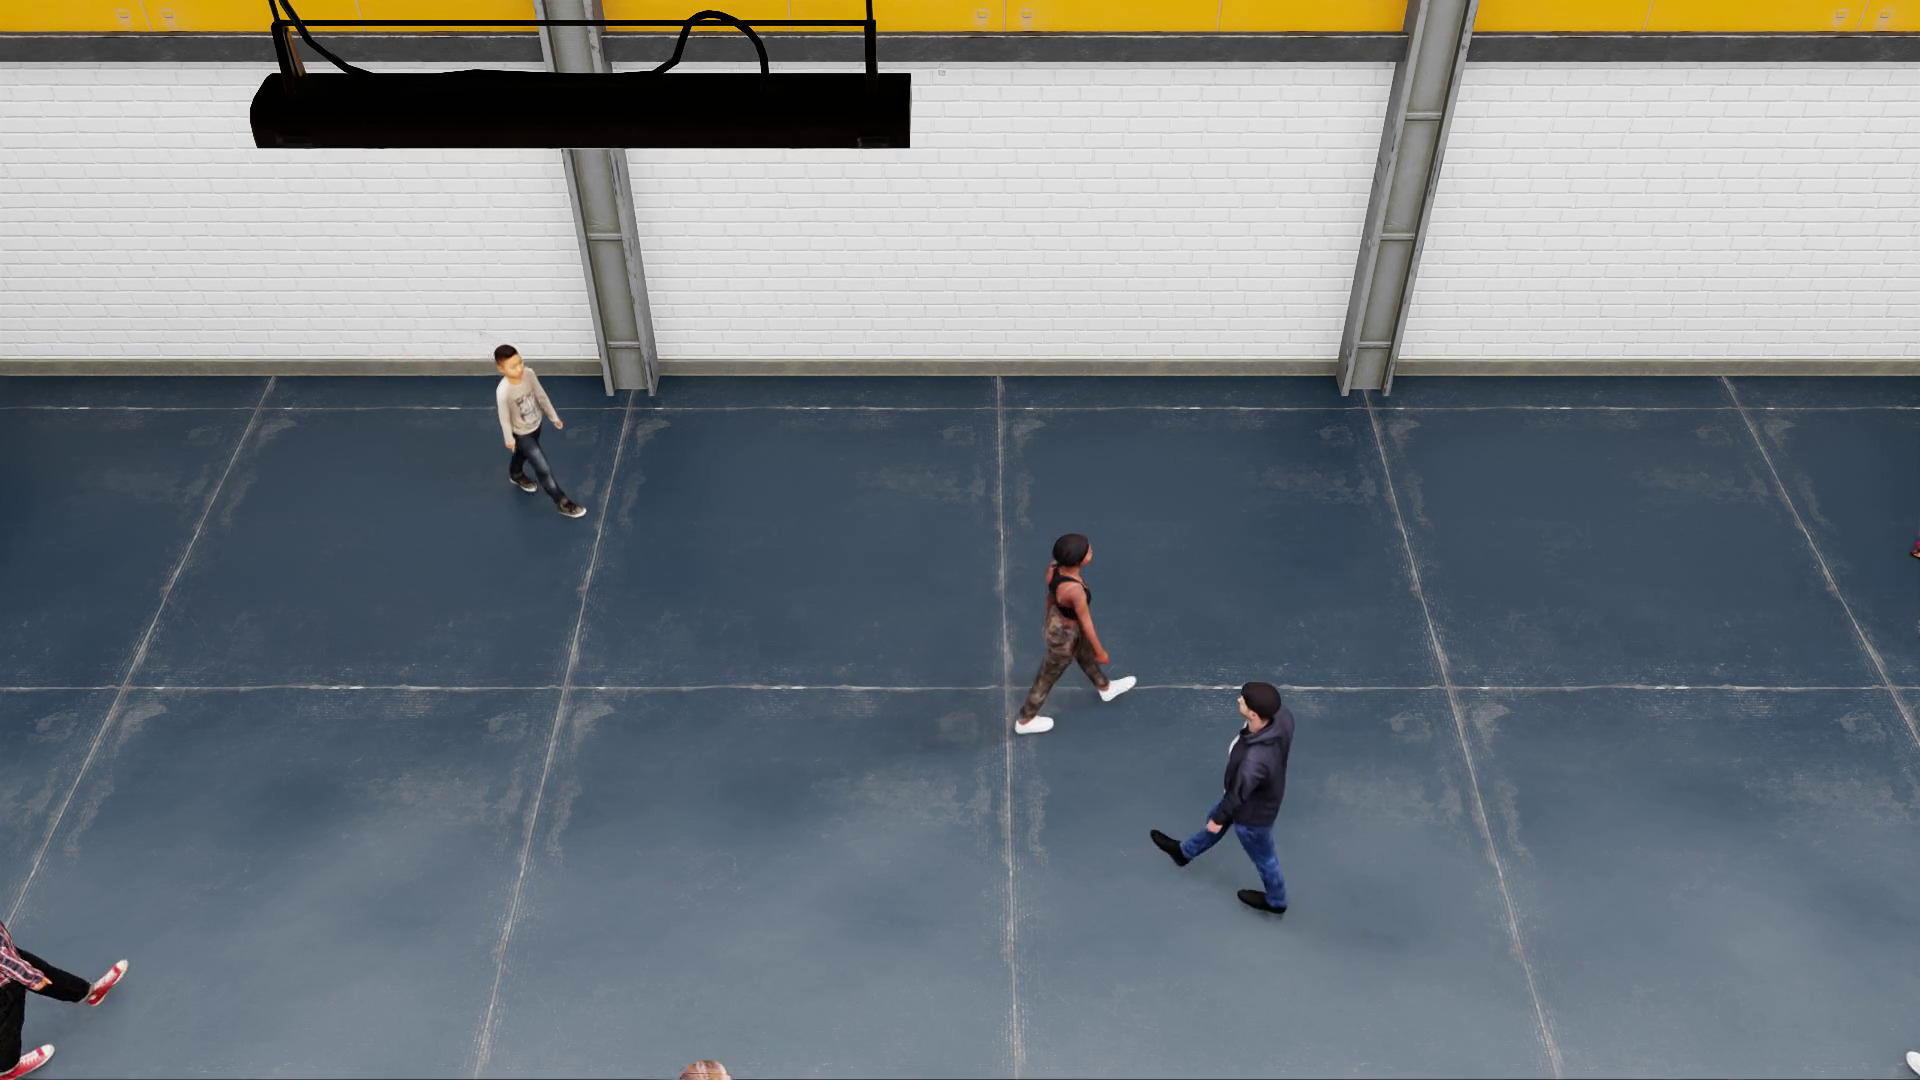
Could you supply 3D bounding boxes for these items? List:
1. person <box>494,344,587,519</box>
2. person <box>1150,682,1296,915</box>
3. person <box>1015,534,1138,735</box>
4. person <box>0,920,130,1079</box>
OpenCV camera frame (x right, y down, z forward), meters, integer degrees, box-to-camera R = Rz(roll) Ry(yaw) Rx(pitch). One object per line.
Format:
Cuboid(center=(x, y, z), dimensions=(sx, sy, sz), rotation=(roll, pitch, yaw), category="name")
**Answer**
Cuboid(center=(-3.230, -0.842, 12.184), dimensions=(1.062, 1.429, 0.798), rotation=(17, 46, 17), category="person")
Cuboid(center=(1.743, 1.527, 9.397), dimensions=(1.253, 1.842, 1.016), rotation=(18, 47, 18), category="person")
Cuboid(center=(0.574, 0.645, 10.457), dimensions=(1.154, 1.658, 0.775), rotation=(-10, 44, -10), category="person")
Cuboid(center=(-5.141, 2.273, 8.694), dimensions=(1.189, 1.732, 1.125), rotation=(-35, 53, -31), category="person")
